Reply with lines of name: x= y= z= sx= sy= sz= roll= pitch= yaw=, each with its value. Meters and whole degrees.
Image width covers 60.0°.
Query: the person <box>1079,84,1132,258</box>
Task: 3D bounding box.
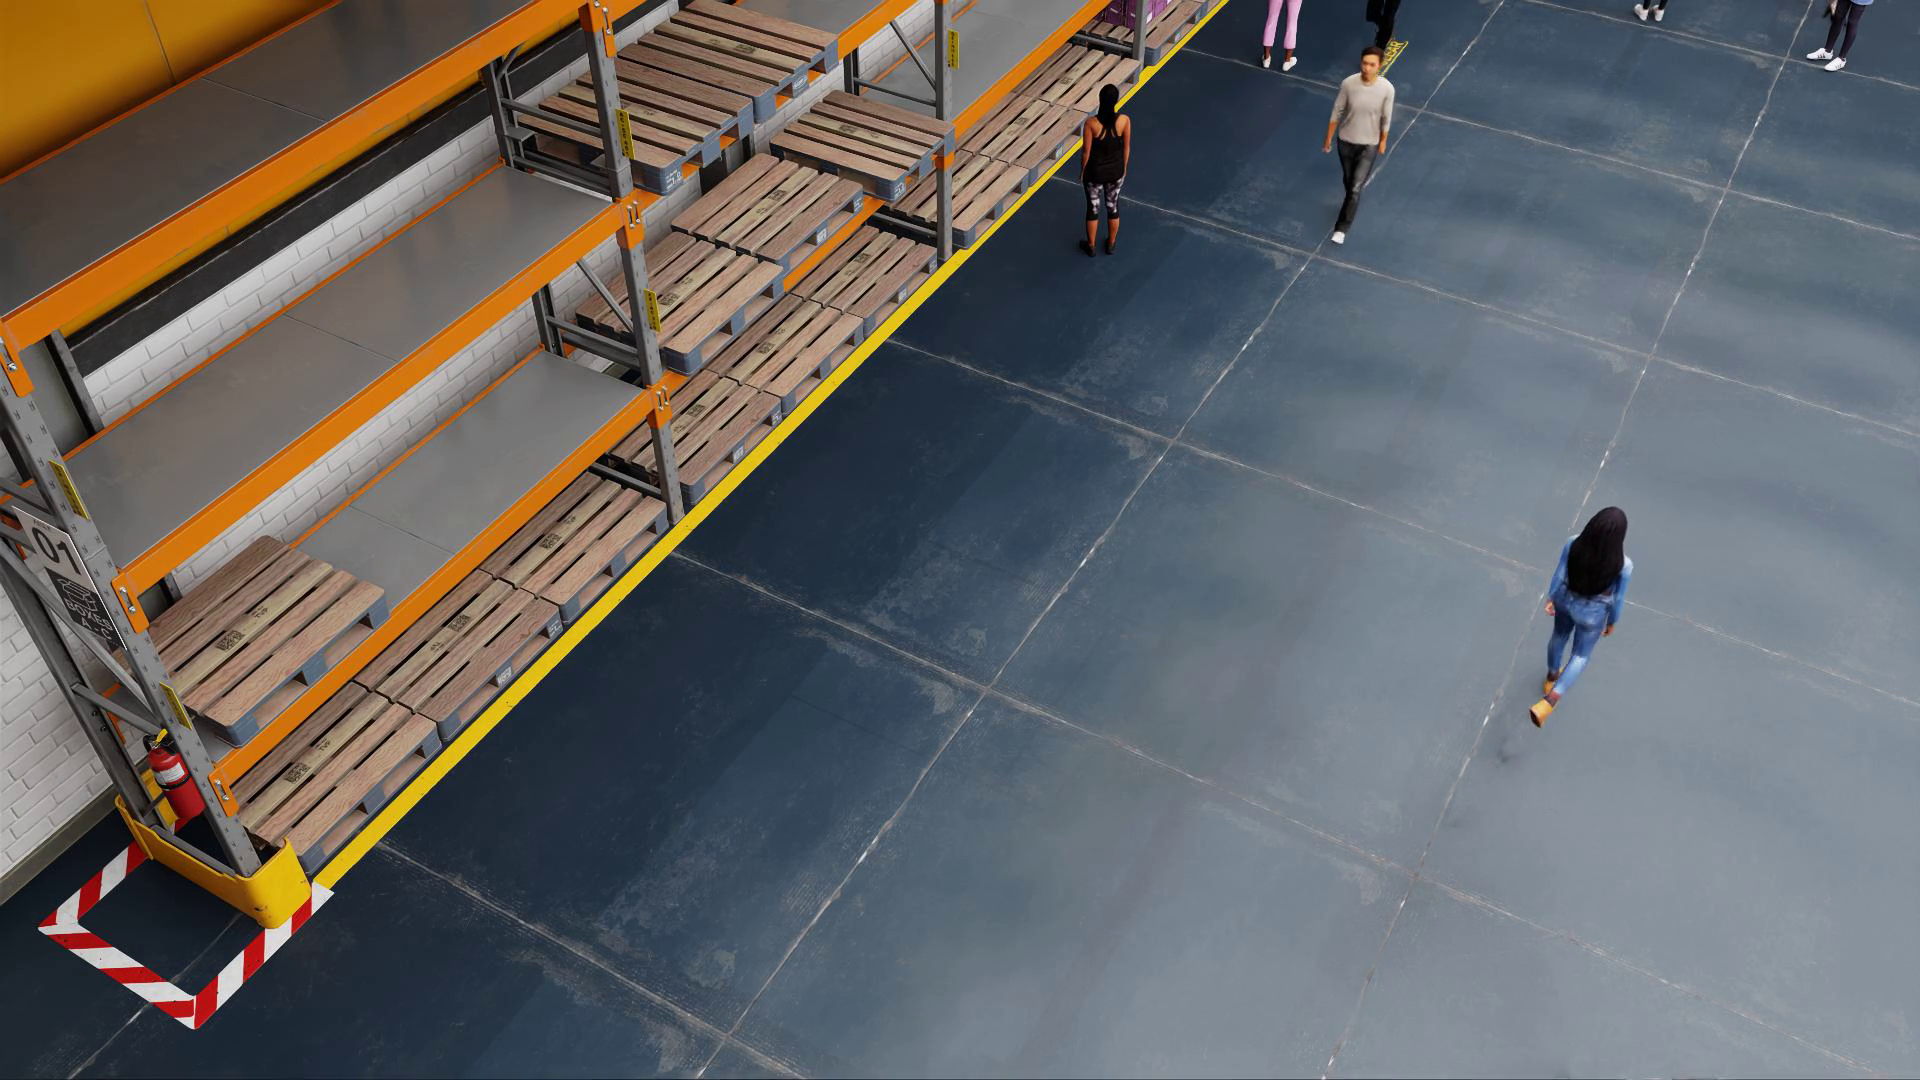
person: x=1.259 y=-3.228 z=14.492 sx=0.650 sy=1.661 sz=0.695 roll=-8 pitch=44 yaw=-8

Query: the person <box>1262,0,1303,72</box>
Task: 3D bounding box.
person: x=3.331 y=-5.653 z=16.978 sx=0.614 sy=1.744 sz=0.568 roll=14 pitch=45 yaw=14

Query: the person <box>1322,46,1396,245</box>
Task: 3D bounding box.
person: x=3.560 y=-3.587 z=14.794 sx=0.734 sy=1.766 sz=1.121 roll=17 pitch=46 yaw=17

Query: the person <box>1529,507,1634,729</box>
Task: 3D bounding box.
person: x=3.885 y=0.503 z=10.555 sx=0.721 sy=1.690 sz=1.032 roll=30 pitch=51 yaw=27

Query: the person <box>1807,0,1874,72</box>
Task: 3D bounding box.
person: x=9.195 y=-5.691 z=16.971 sx=0.744 sy=1.809 sz=0.710 roll=-14 pitch=45 yaw=-14
